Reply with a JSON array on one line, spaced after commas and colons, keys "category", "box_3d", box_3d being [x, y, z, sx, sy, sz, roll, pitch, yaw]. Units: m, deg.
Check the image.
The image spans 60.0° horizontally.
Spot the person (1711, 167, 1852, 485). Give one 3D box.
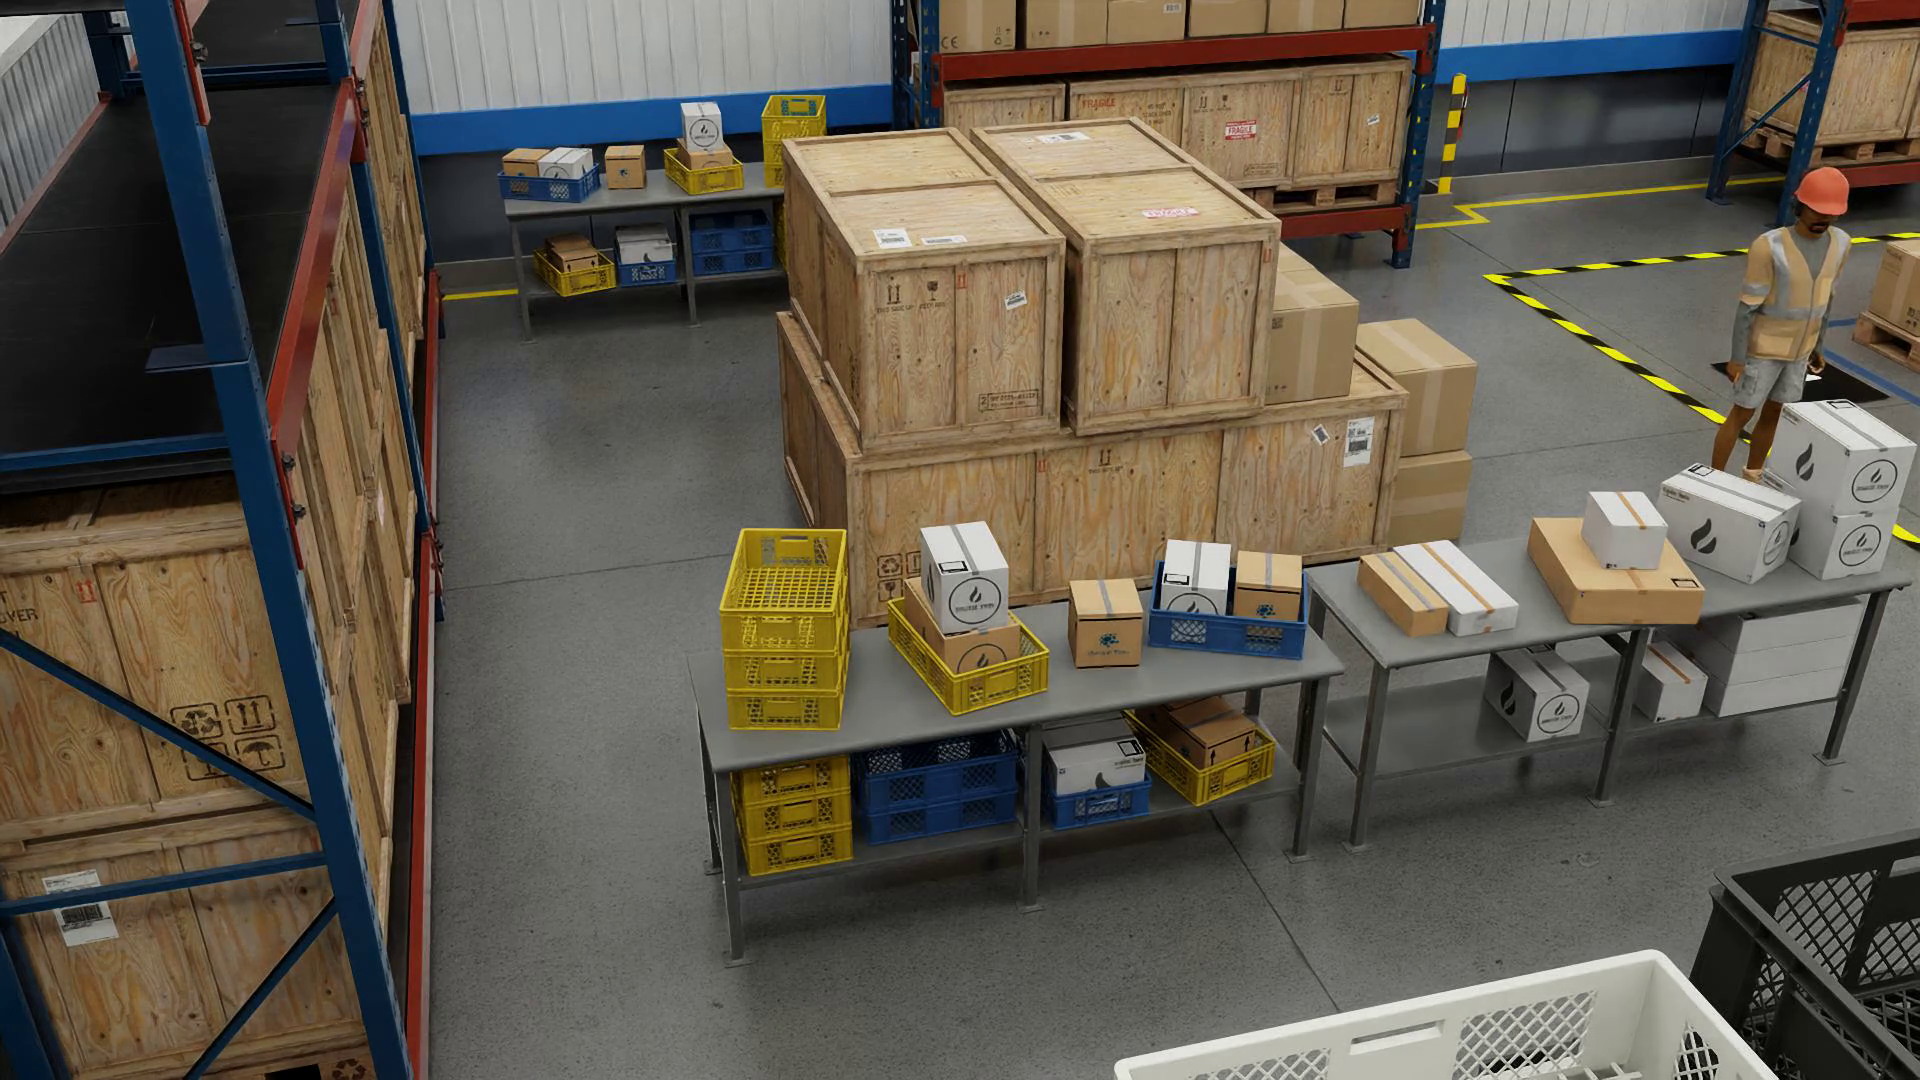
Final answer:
[{"category": "person", "box_3d": [4.558, -1.066, 9.217, 0.614, 2.039, 0.379, -8, 30, -14]}]
